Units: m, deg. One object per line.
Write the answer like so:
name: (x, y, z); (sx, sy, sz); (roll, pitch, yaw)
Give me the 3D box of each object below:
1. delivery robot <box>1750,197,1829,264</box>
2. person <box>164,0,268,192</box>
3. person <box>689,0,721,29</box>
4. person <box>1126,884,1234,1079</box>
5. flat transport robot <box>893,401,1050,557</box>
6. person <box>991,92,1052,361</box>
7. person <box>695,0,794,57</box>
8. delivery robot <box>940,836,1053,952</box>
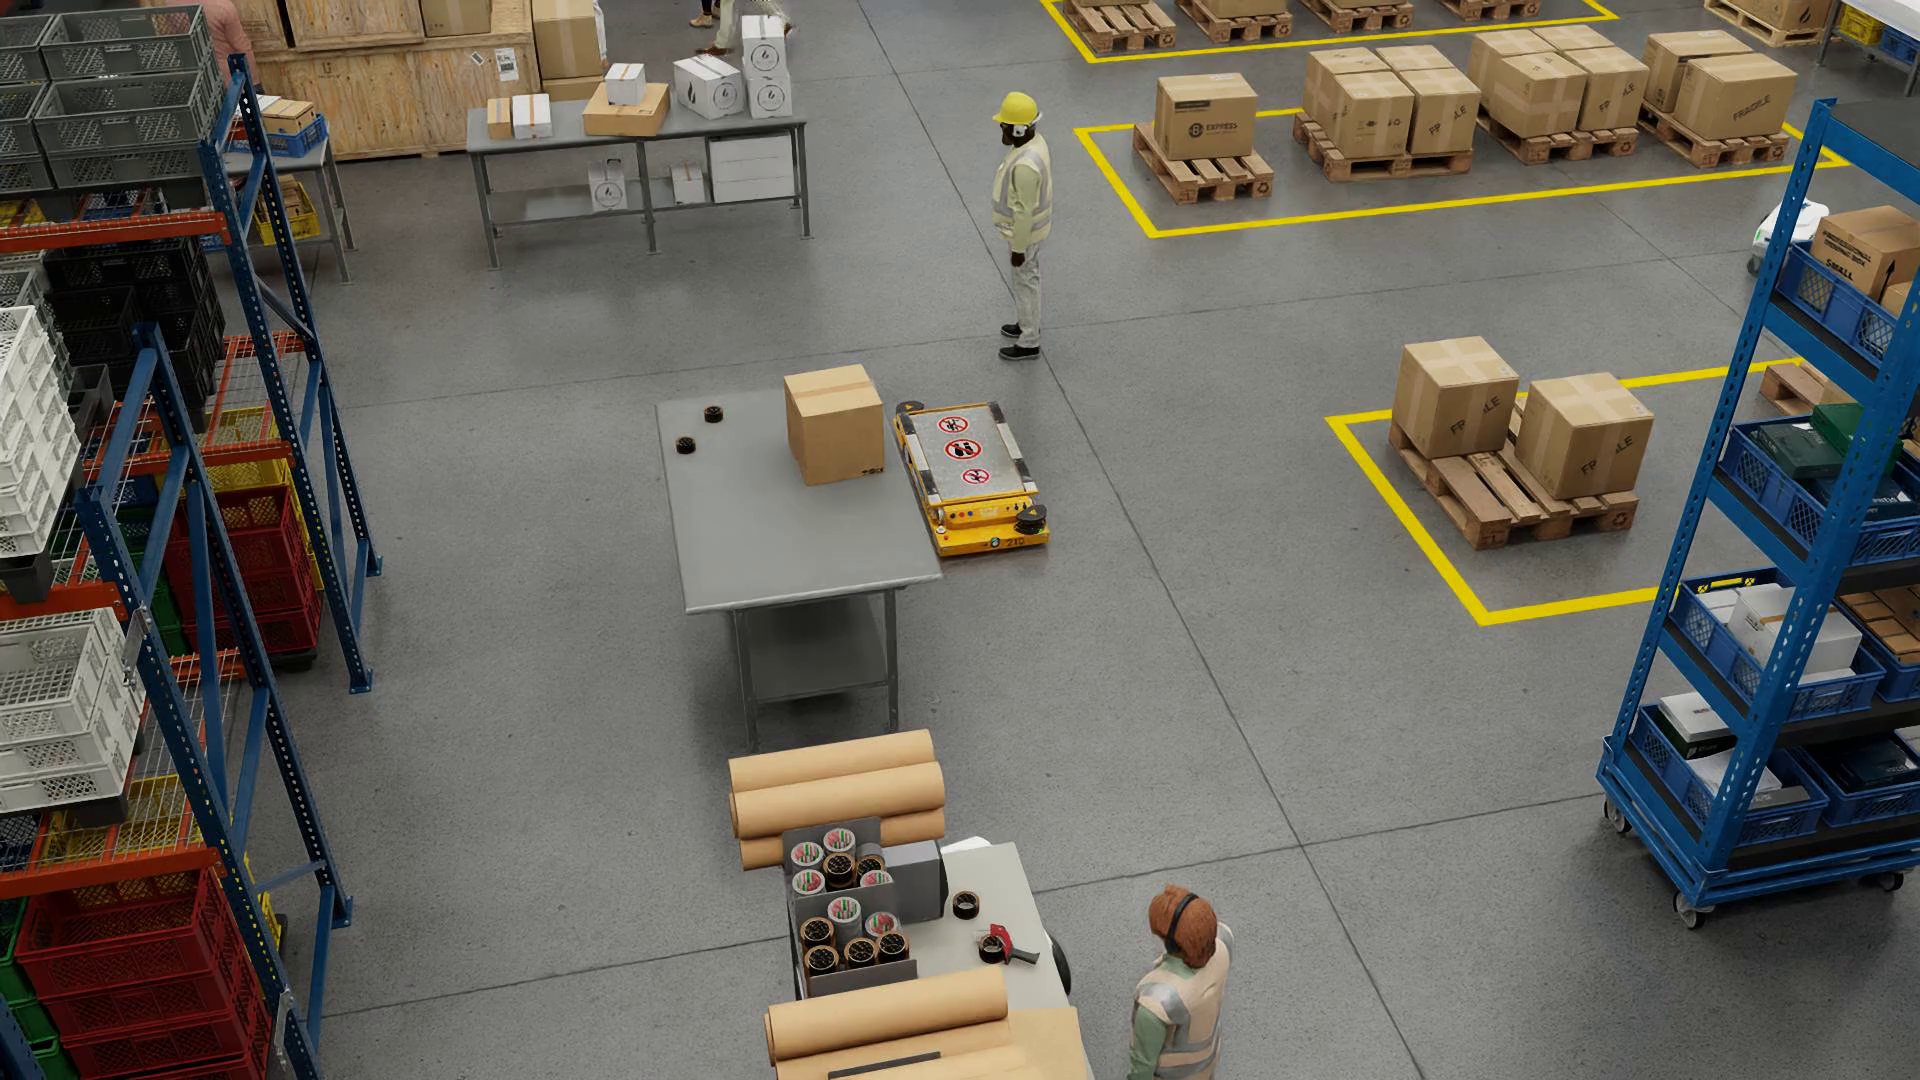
delivery robot: (6.149, -2.298, 12.307); (0.477, 0.478, 0.707); (25, 44, 30)
person: (-5.779, -3.656, 13.091); (0.639, 1.902, 0.407); (9, 38, 12)
person: (-2.528, -5.885, 16.253); (0.318, 1.696, 0.536); (15, 39, 19)
person: (0.765, 1.841, 5.923); (0.312, 1.631, 0.514); (27, 44, 32)
flat transport robot: (0.046, -0.430, 10.108); (0.652, 0.197, 1.431); (-8, 37, -10)
person: (0.405, -2.077, 11.033); (0.403, 1.825, 0.593); (2, 37, 3)
person: (-2.044, -5.462, 15.601); (0.972, 1.811, 0.581); (-11, 38, -14)
delivery robot: (0.106, 1.595, 7.075); (0.477, 0.478, 0.707); (-15, 39, -19)
